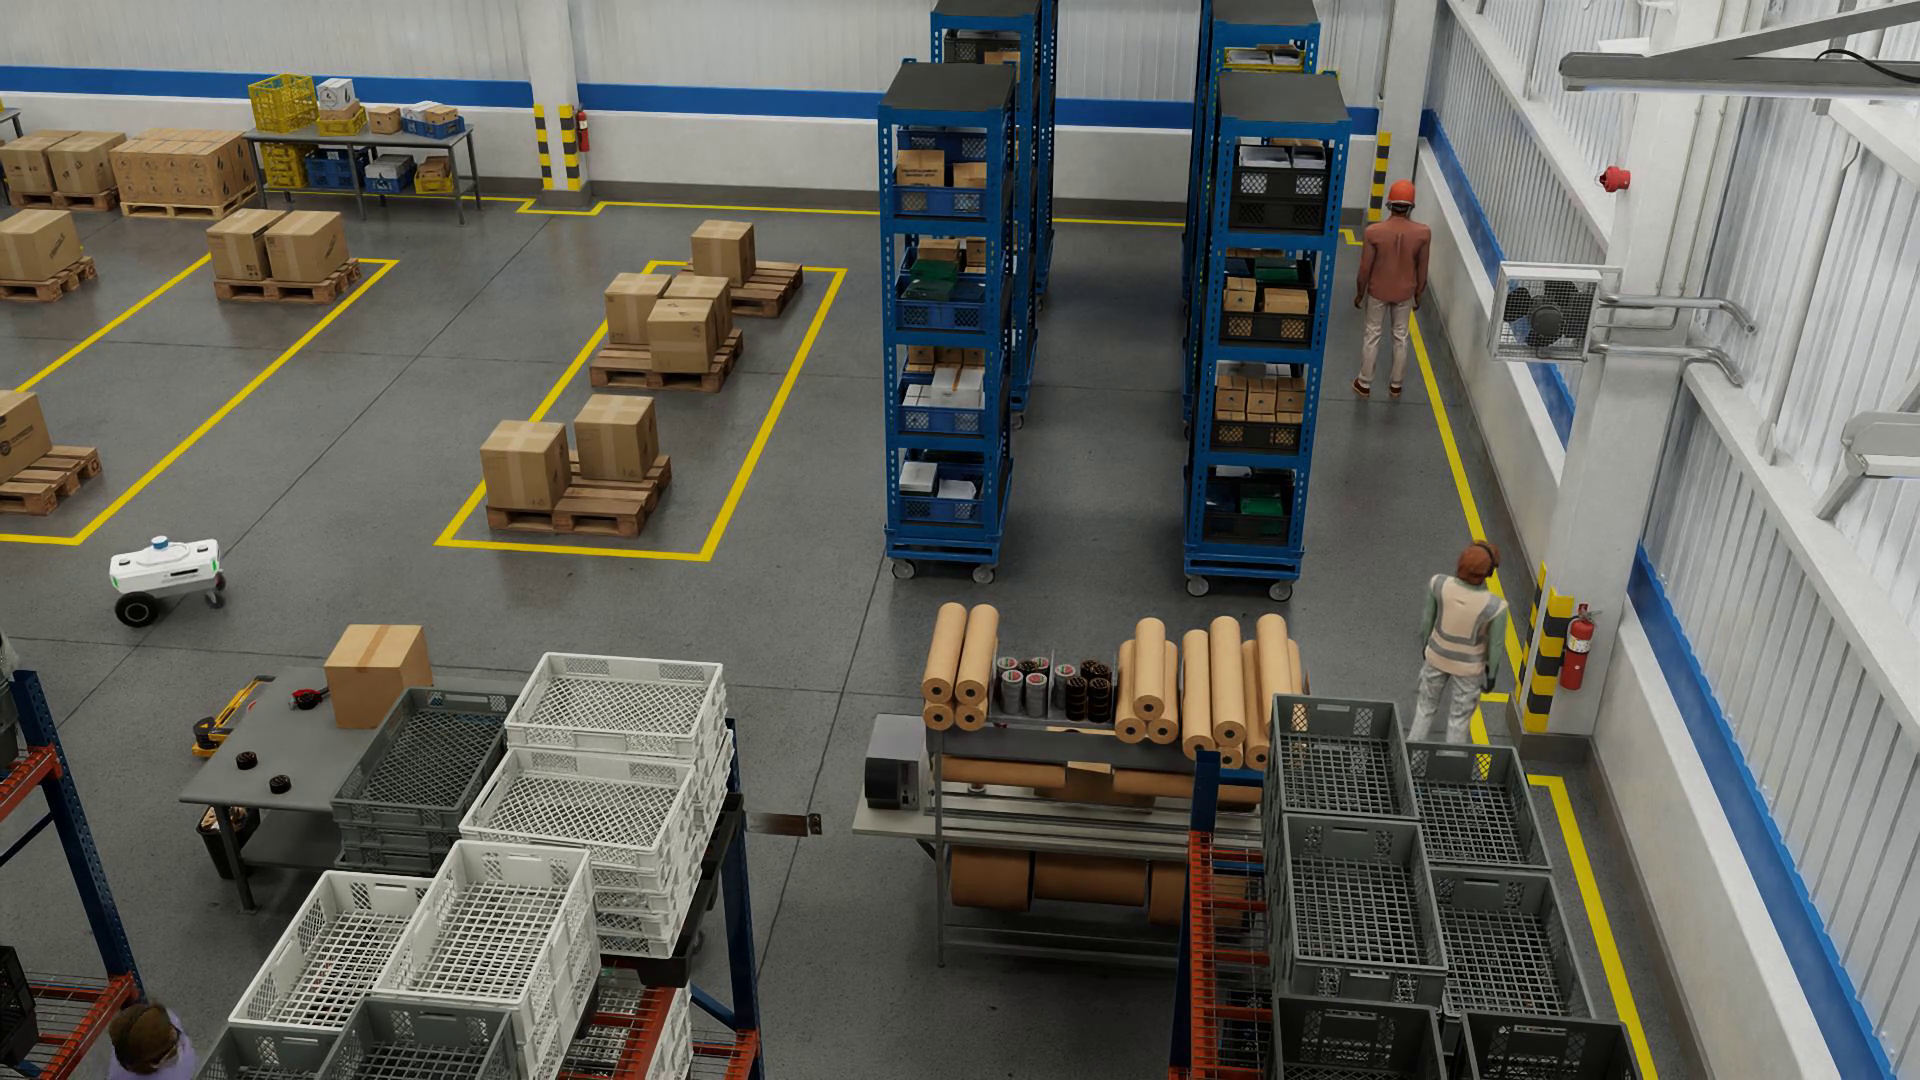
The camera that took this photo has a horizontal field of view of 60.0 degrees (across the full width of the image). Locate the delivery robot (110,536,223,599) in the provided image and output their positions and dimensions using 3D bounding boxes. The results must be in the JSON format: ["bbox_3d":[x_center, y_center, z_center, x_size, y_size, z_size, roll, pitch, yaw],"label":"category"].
[{"bbox_3d":[-5.687,0.201,11.931,0.707,0.478,0.477,-11,32,-18],"label":"delivery robot"}]

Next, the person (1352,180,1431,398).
[{"bbox_3d":[3.812,-2.212,14.744,0.609,1.996,0.379,2,30,3],"label":"person"}]

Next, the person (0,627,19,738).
[{"bbox_3d":[-6.186,0.469,10.314,0.597,1.821,0.430,13,33,22],"label":"person"}]

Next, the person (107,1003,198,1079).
[{"bbox_3d":[-3.130,2.537,6.684,0.401,1.913,0.695,-5,31,-9],"label":"person"}]

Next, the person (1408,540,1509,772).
[{"bbox_3d":[3.000,0.742,10.030,0.527,1.628,0.321,21,36,32],"label":"person"}]

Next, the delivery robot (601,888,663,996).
[{"bbox_3d":[-1.714,2.051,8.749,0.477,0.478,0.707,19,35,29],"label":"delivery robot"}]

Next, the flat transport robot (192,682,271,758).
[{"bbox_3d":[-4.089,1.163,10.648,1.431,0.197,0.652,3,30,6],"label":"flat transport robot"}]
